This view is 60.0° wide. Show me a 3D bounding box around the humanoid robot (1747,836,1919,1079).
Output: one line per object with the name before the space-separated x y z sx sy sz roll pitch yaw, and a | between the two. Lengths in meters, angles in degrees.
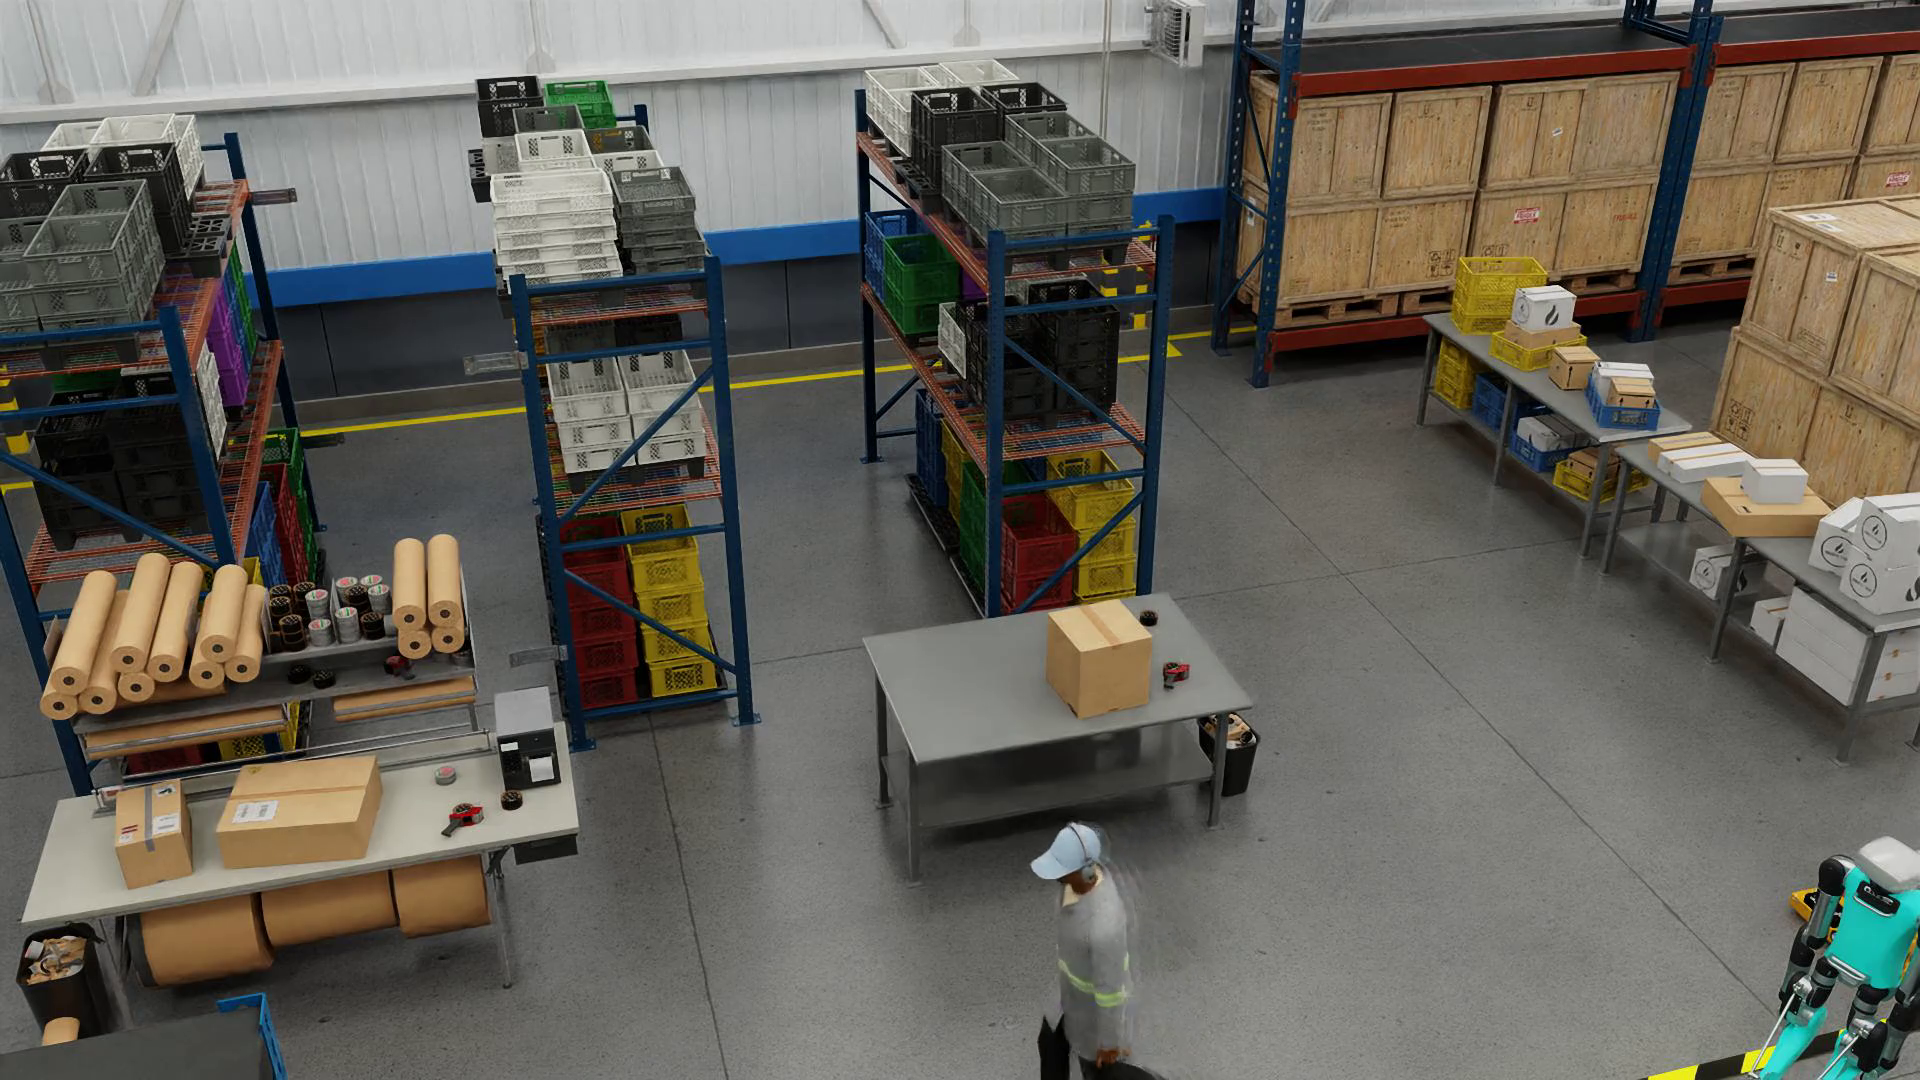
humanoid robot | 3.503 2.020 6.822 0.735 1.677 0.533 -17 33 -28

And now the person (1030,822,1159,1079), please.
person | 0.613 1.907 7.090 0.785 1.817 0.624 -6 29 -12

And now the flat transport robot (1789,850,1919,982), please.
flat transport robot | 5.163 1.916 8.676 1.431 0.231 0.659 -8 30 -14
